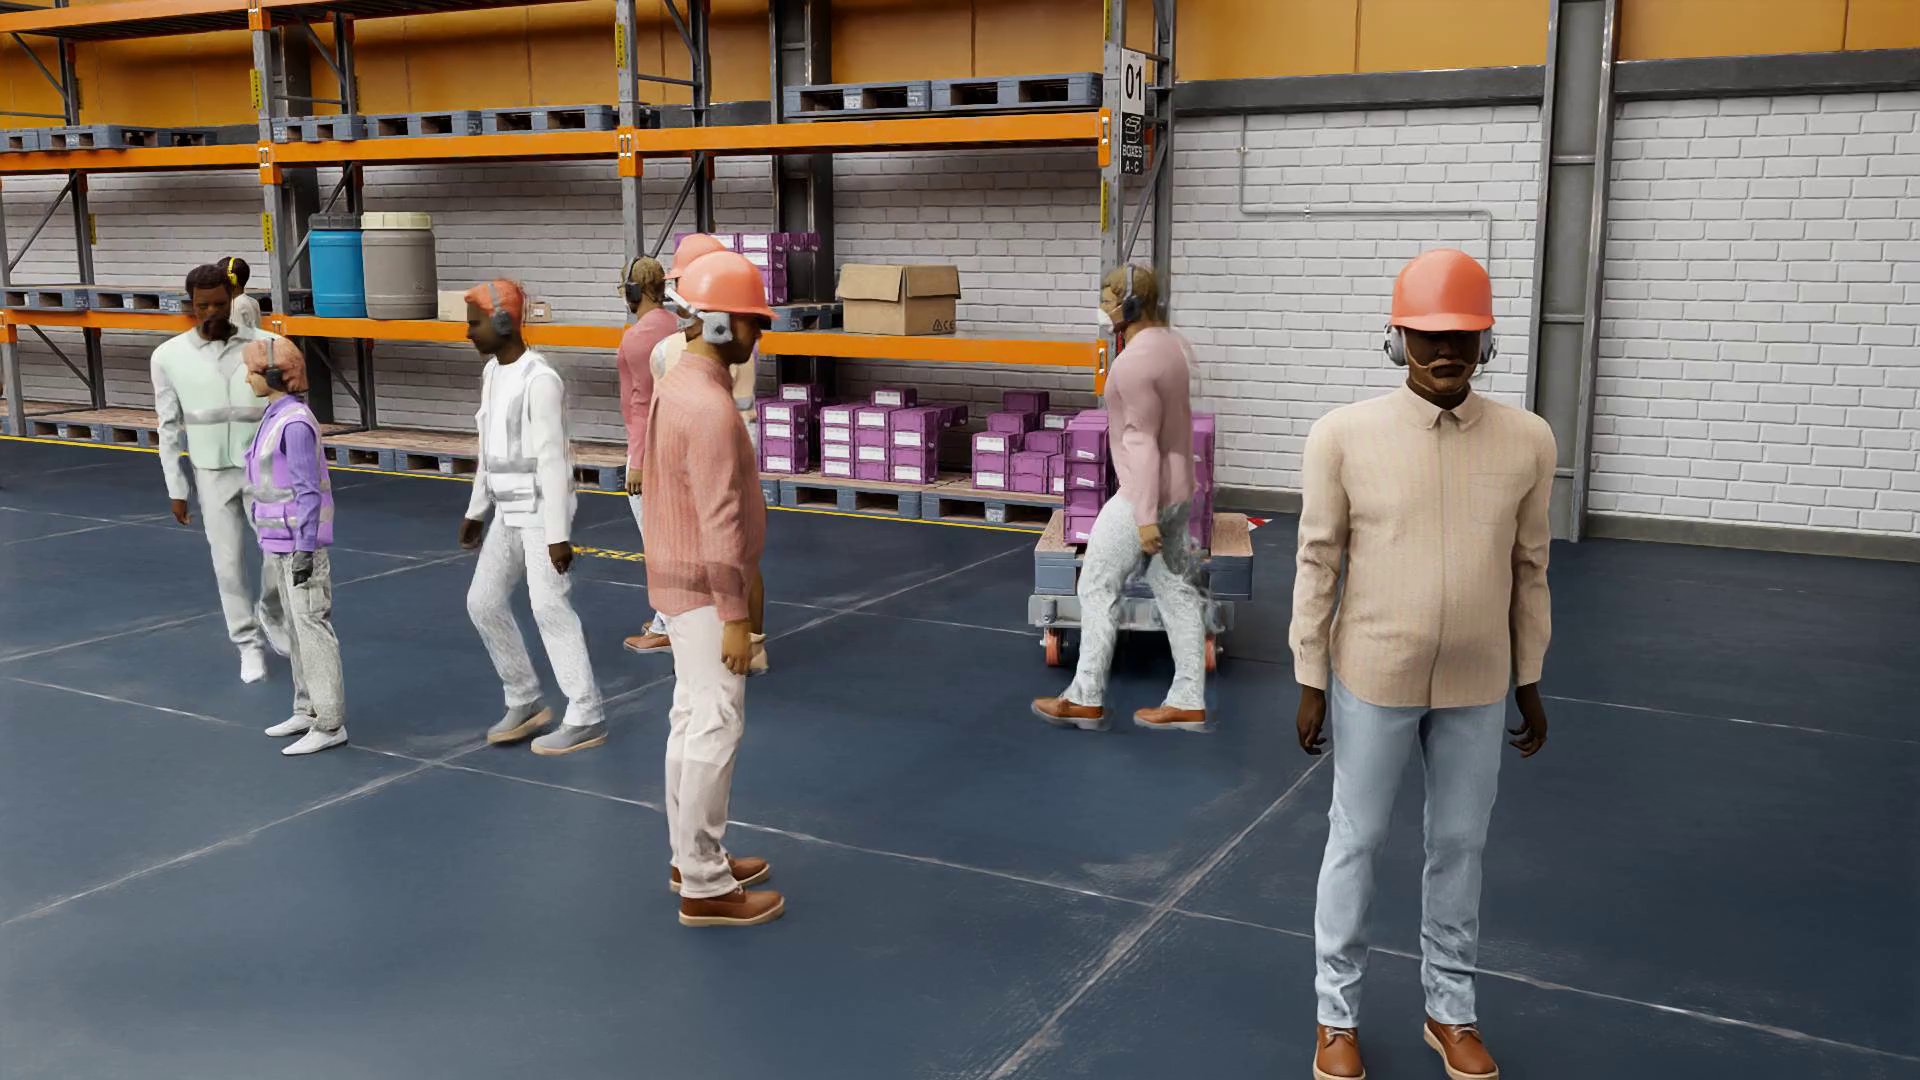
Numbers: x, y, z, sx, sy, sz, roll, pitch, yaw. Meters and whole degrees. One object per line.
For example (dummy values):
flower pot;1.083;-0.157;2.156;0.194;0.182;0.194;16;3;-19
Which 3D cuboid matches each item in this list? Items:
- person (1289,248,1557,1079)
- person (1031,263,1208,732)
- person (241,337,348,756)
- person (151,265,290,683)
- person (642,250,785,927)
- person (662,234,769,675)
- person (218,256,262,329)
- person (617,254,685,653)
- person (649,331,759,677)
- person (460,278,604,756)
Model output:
person;1.092;0.322;3.932;0.622;1.993;0.382;0;10;-3
person;0.657;-0.160;6.801;0.838;1.906;0.644;5;11;24
person;-2.620;0.024;6.548;0.310;1.636;0.523;-6;12;-31
person;-3.311;-0.298;7.606;0.639;1.893;0.473;-5;12;-28
person;-0.720;0.151;4.912;0.413;1.984;0.624;-4;11;-19
person;-1.137;-0.374;7.660;0.408;2.035;0.609;-6;12;-31
person;-5.530;-1.235;12.840;0.332;1.862;0.520;-2;10;-8
person;-1.478;-0.414;8.129;0.350;1.935;0.635;2;10;8
person;-1.140;-0.312;7.607;0.546;1.929;0.391;6;12;28
person;-1.687;-0.085;6.522;0.476;1.861;0.594;-7;13;-35
